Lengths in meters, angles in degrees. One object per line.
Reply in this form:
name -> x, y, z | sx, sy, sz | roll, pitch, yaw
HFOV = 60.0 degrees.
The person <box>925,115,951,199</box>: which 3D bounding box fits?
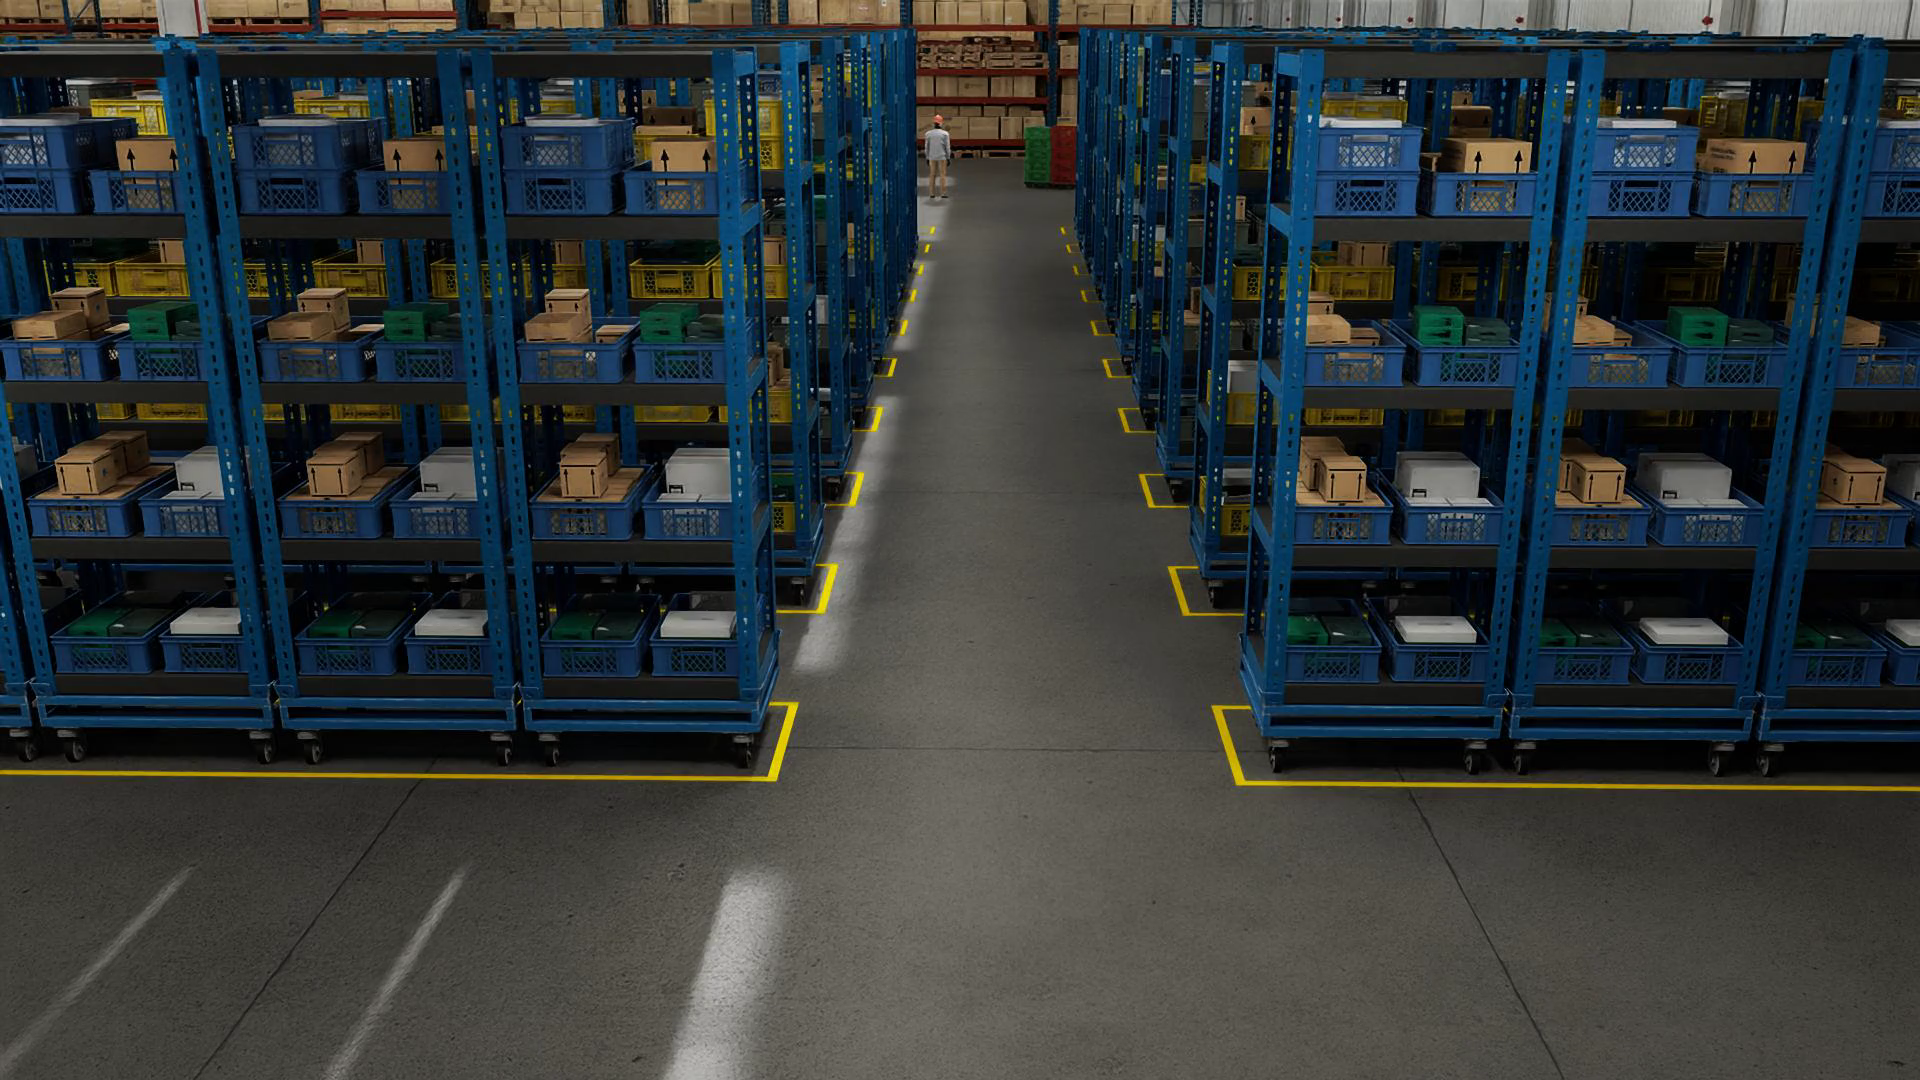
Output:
person -> -0.464, -8.190, 35.591 | 0.572, 1.750, 0.330 | 5, 18, 17
